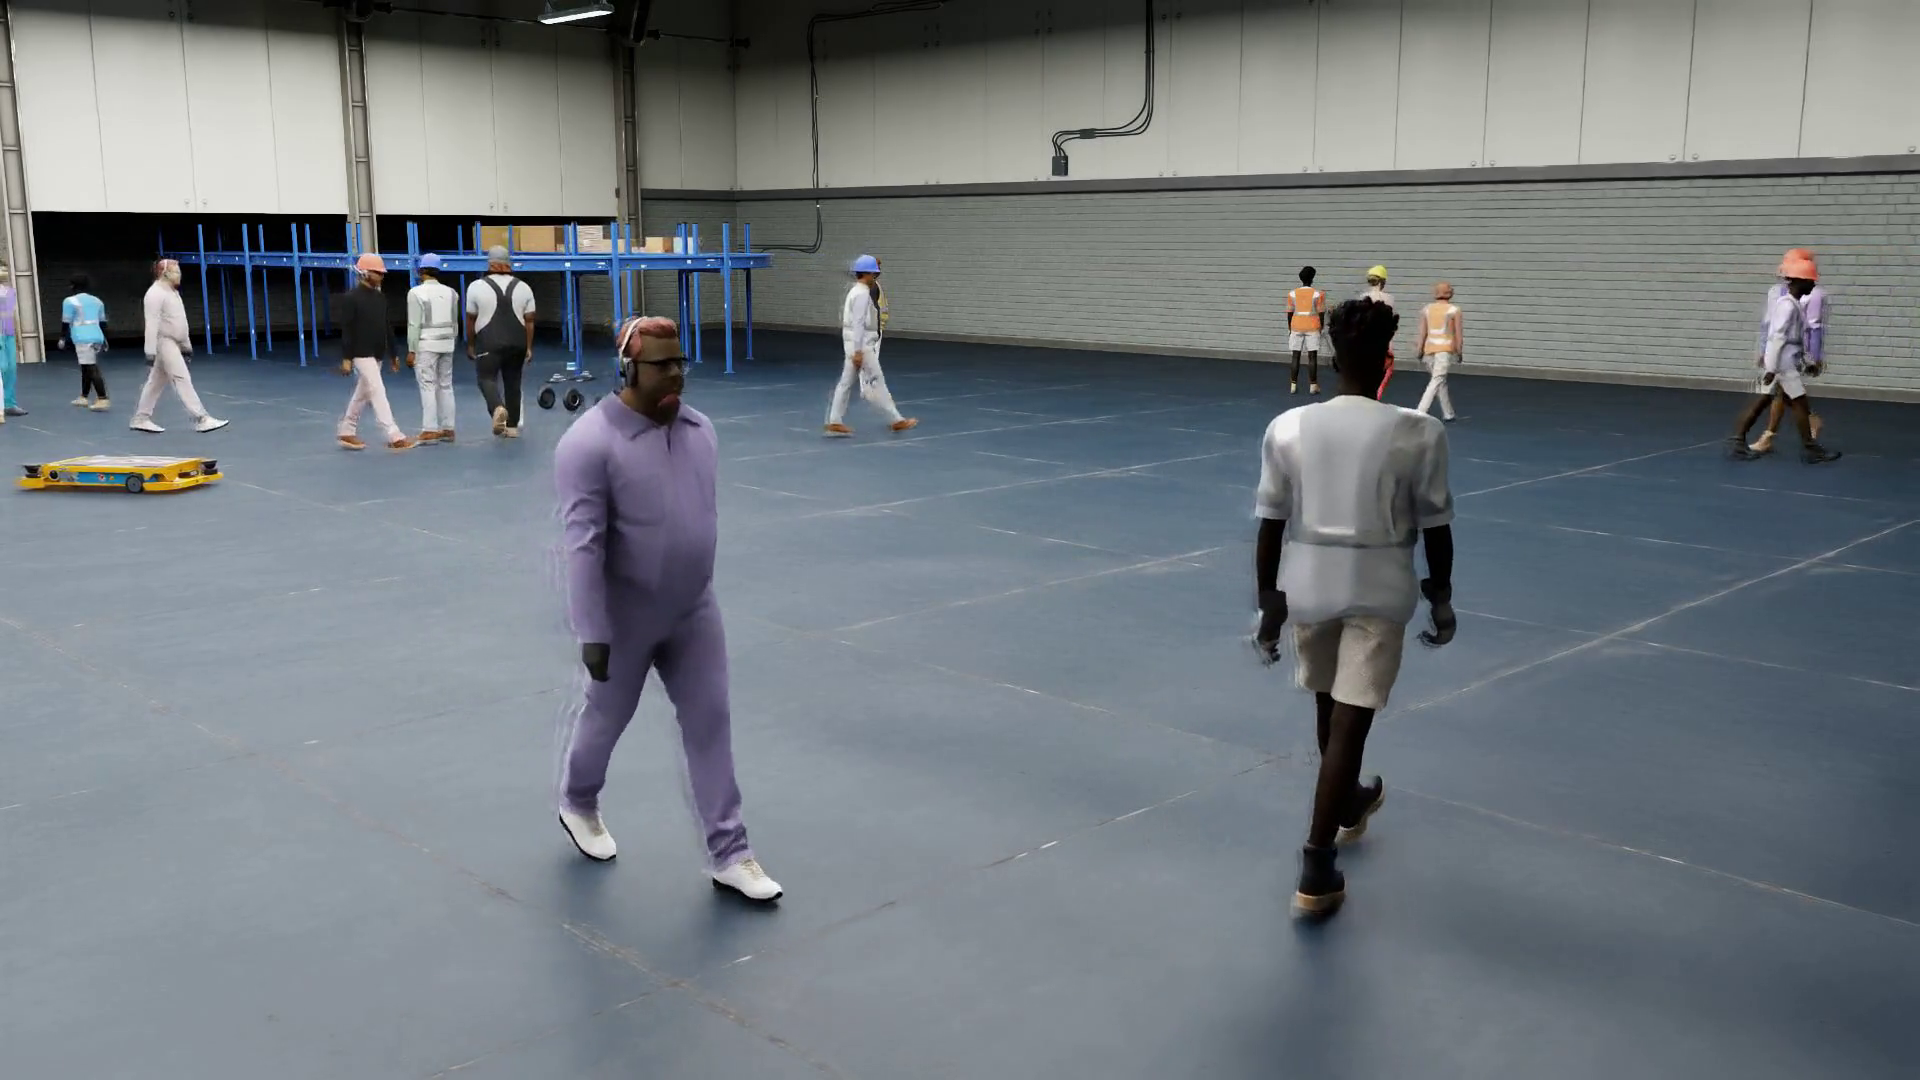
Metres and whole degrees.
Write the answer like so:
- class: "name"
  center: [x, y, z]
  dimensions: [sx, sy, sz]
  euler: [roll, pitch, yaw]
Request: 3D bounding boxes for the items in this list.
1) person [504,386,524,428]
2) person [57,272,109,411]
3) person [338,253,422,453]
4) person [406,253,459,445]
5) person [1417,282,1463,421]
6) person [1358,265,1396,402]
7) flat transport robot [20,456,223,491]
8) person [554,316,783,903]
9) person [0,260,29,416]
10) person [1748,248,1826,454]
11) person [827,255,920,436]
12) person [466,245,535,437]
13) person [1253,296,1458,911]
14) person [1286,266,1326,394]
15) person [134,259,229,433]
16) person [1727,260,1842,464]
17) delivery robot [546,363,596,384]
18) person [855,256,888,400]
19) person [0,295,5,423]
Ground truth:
- class: "person"
  center: [-4.986, -2.058, 18.401]
  dimensions: [0.309, 1.621, 0.512]
  euler: [-7, 13, -35]
- class: "person"
  center: [-10.660, -2.403, 20.138]
  dimensions: [0.750, 1.658, 0.531]
  euler: [3, 11, 15]
- class: "person"
  center: [-5.787, -1.835, 16.356]
  dimensions: [1.046, 1.936, 0.628]
  euler: [3, 11, 17]
- class: "person"
  center: [-5.411, -1.942, 17.008]
  dimensions: [0.385, 1.929, 0.703]
  euler: [7, 12, 32]
- class: "person"
  center: [5.394, -2.119, 18.812]
  dimensions: [0.828, 1.596, 0.537]
  euler: [-8, 13, -36]
- class: "person"
  center: [4.874, -2.335, 19.509]
  dimensions: [0.352, 1.753, 0.554]
  euler: [-8, 13, -37]
- class: "flat transport robot"
  center: [-7.105, -0.575, 14.108]
  dimensions: [1.431, 0.197, 0.652]
  euler: [2, 10, 8]
- class: "person"
  center: [-1.025, 0.200, 5.425]
  dimensions: [0.995, 1.865, 0.647]
  euler: [10, 14, 42]
- class: "person"
  center: [-11.286, -2.370, 19.531]
  dimensions: [0.448, 1.827, 0.589]
  euler: [2, 11, 11]
- class: "person"
  center: [8.189, -1.856, 16.297]
  dimensions: [0.950, 1.995, 0.611]
  euler: [-3, 11, -18]
- class: "person"
  center: [-0.954, -2.031, 17.488]
  dimensions: [0.983, 1.891, 0.638]
  euler: [-2, 11, -11]
- class: "person"
  center: [-4.769, -2.052, 17.331]
  dimensions: [0.698, 2.000, 0.733]
  euler: [-6, 12, -29]
- class: "person"
  center: [1.298, 0.172, 5.428]
  dimensions: [0.608, 1.911, 1.017]
  euler: [7, 12, 33]
- class: "person"
  center: [4.641, -2.815, 22.319]
  dimensions: [0.532, 1.696, 0.319]
  euler: [5, 11, 25]
- class: "person"
  center: [-8.446, -2.068, 17.822]
  dimensions: [1.006, 1.850, 0.661]
  euler: [-2, 11, -11]
- class: "person"
  center: [7.736, -1.665, 15.556]
  dimensions: [0.977, 1.879, 0.534]
  euler: [5, 11, 23]
- class: "delivery robot"
  center: [-4.800, -2.070, 20.521]
  dimensions: [0.335, 0.223, 0.698]
  euler: [6, 12, 29]
- class: "person"
  center: [-1.145, -2.753, 21.586]
  dimensions: [0.429, 1.844, 0.627]
  euler: [-3, 11, -18]
- class: "person"
  center: [-11.032, -2.210, 18.620]
  dimensions: [0.429, 1.845, 0.621]
  euler: [5, 11, 23]
